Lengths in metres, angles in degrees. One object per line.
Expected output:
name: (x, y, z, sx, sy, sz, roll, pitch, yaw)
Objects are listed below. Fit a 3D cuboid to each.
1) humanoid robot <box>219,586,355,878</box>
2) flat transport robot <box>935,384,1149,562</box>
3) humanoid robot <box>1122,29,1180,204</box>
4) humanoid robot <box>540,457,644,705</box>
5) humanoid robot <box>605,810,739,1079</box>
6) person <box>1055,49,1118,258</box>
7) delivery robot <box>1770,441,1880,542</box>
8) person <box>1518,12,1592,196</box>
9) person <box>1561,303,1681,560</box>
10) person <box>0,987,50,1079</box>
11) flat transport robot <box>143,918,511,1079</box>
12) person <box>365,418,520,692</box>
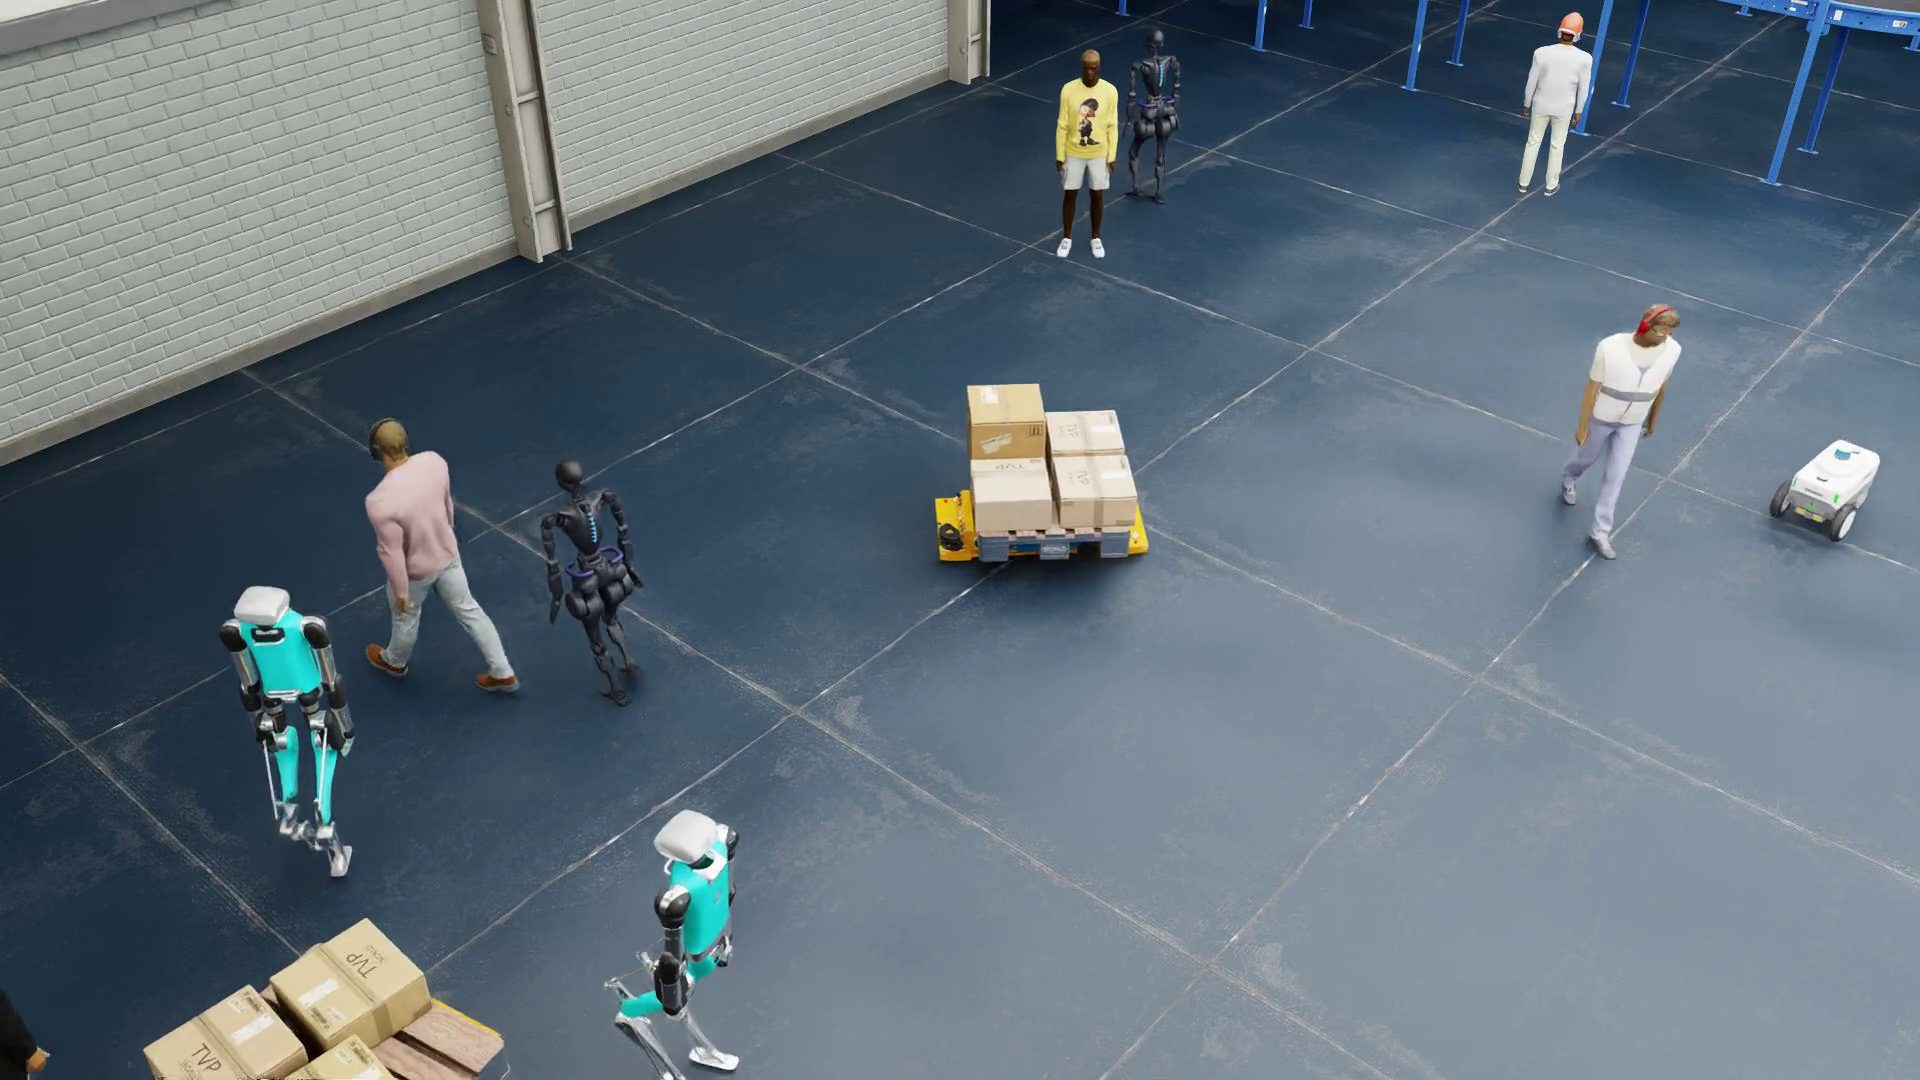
humanoid robot: (-3.433, 1.107, 8.572, 0.549, 1.797, 0.706, -1, 35, -1)
flat transport robot: (0.558, -0.136, 11.579, 1.431, 0.231, 0.659, -2, 36, -3)
humanoid robot: (1.848, -4.021, 15.817, 0.589, 1.645, 0.397, -14, 38, -19)
humanoid robot: (-2.149, 0.250, 9.830, 0.610, 1.642, 0.399, -28, 44, -33)
humanoid robot: (-1.322, 1.854, 7.468, 0.699, 1.735, 0.530, 14, 38, 19)
person: (1.119, -3.436, 14.809, 0.552, 1.897, 0.367, 2, 35, 2)
delivery robot: (6.132, -0.401, 11.692, 0.769, 0.580, 0.499, -29, 44, -34)
person: (5.712, -4.189, 15.989, 0.571, 1.749, 0.339, 14, 38, 19)
person: (4.443, -0.848, 11.276, 0.595, 1.797, 0.889, 0, 35, 0)
person: (-4.195, 2.179, 6.981, 0.625, 1.831, 0.493, 0, 35, 0)
flat transport robot: (-2.852, 2.649, 7.668, 0.659, 0.231, 1.431, 18, 39, 24)
person: (-3.182, 0.113, 9.848, 1.059, 1.882, 0.653, 15, 38, 20)
